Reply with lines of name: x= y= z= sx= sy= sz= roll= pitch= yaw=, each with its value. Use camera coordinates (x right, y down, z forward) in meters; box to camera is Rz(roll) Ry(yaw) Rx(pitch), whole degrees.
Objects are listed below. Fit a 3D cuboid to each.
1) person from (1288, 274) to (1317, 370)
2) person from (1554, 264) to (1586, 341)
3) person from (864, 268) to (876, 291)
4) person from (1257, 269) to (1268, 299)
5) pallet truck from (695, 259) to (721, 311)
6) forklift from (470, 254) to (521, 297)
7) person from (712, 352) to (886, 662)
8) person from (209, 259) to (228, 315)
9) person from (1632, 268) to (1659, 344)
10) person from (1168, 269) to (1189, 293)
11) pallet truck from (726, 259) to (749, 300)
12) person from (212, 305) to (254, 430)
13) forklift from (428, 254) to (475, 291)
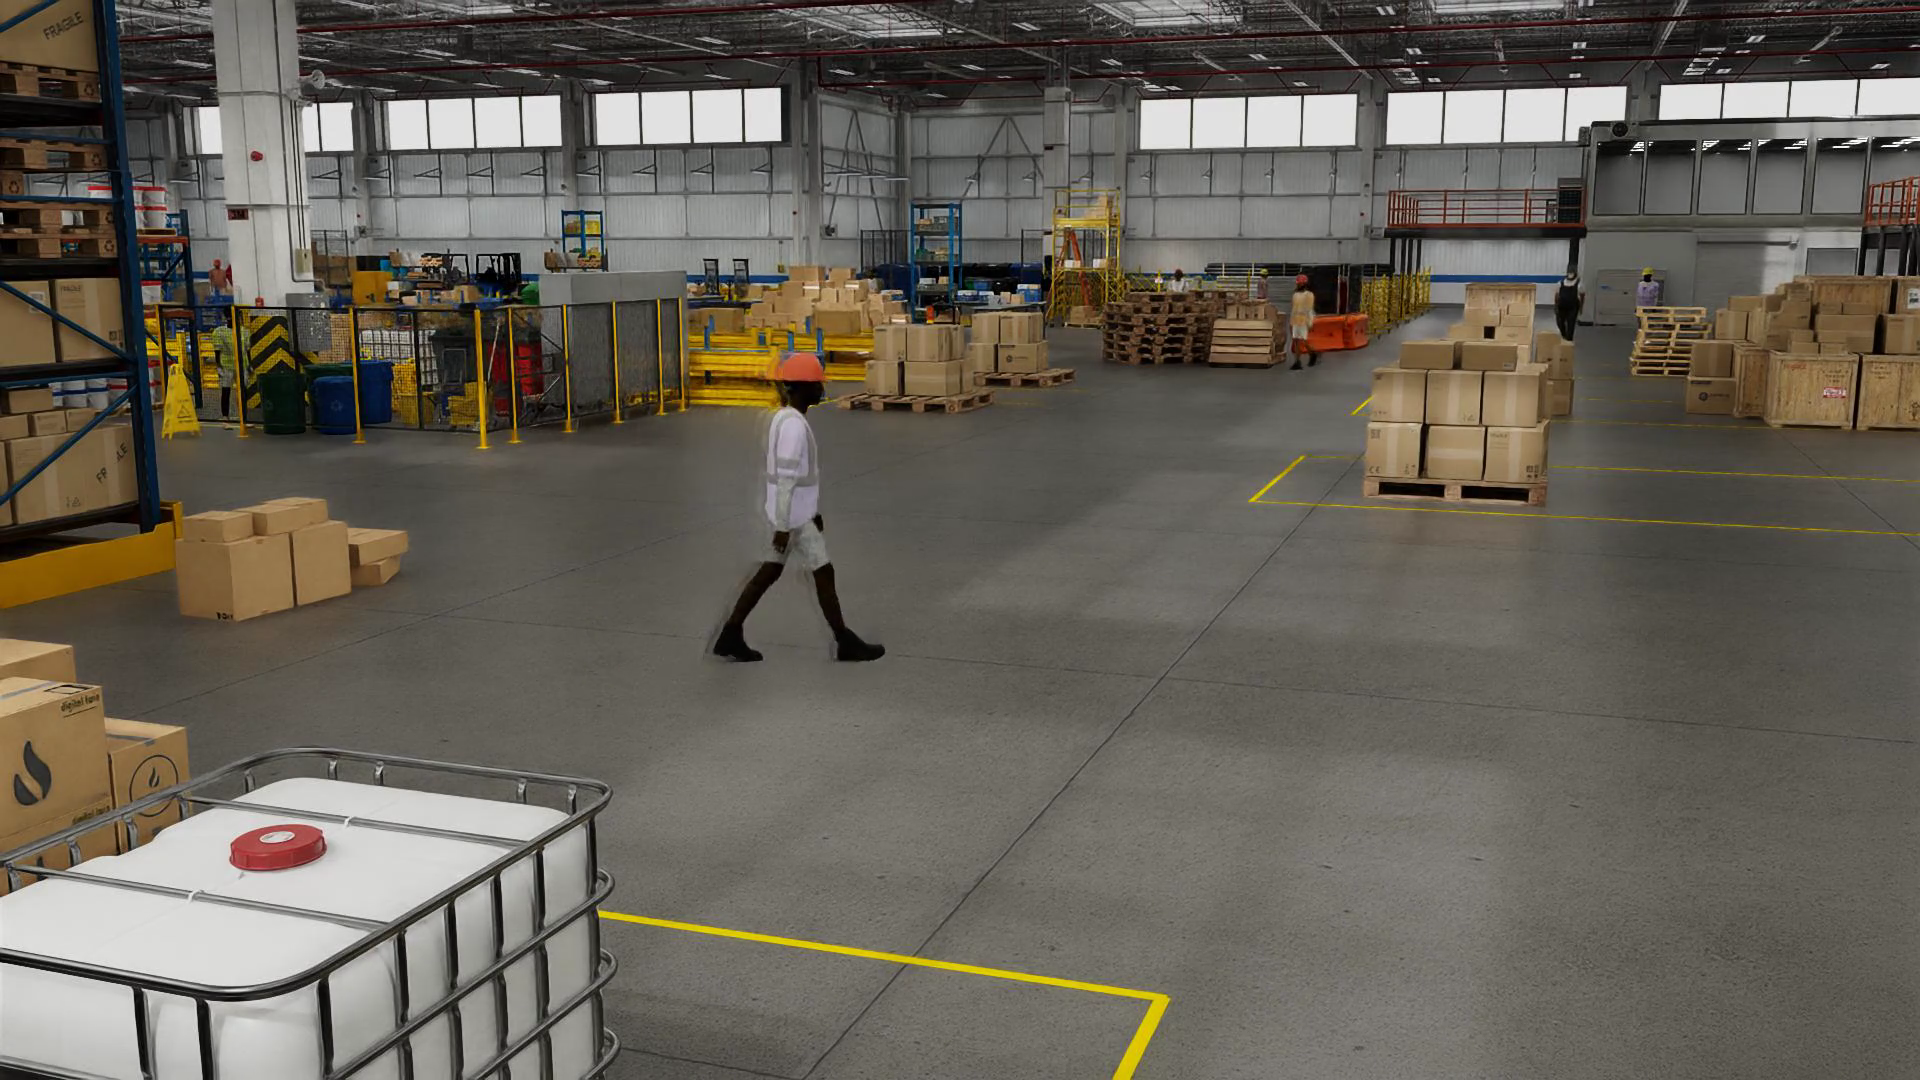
person: x=6.880 y=-4.370 z=33.383 sx=0.515 sy=1.922 sz=0.551 roll=-7 pitch=12 yaw=-33
person: x=14.969 y=-5.762 z=40.885 sx=0.707 sy=2.000 sz=0.536 roll=6 pitch=12 yaw=32
person: x=-2.517 y=-6.703 z=46.687 sx=0.331 sy=1.868 sz=0.546 roll=8 pitch=13 yaw=39
person: x=9.266 y=-7.397 z=50.872 sx=0.311 sy=1.769 sz=0.522 roll=-3 pitch=10 yaw=-14
pallet truck: x=-9.165 y=-9.627 z=62.776 sx=0.823 sy=1.965 sz=1.885 roll=4 pitch=11 yaw=23
forklift: x=-17.990 y=-10.121 z=64.684 sx=1.157 sy=1.987 sz=2.680 roll=3 pitch=11 yaw=17
person: x=-1.014 y=-0.180 z=9.921 sx=1.033 sy=1.884 sz=0.569 roll=-2 pitch=10 yaw=-11
person: x=-26.417 y=-9.000 z=59.277 sx=0.613 sy=1.985 sz=0.402 roll=-10 pitch=14 yaw=-43
person: x=17.319 y=-5.901 z=41.989 sx=0.363 sy=1.928 sz=0.587 roll=-7 pitch=12 yaw=-35
person: x=5.866 y=-6.358 z=44.729 sx=0.597 sy=1.869 sz=0.595 roll=4 pitch=11 yaw=23
pallet truck: x=-7.986 y=-9.493 z=62.019 sx=0.823 sy=1.965 sz=1.885 roll=3 pitch=11 yaw=17
person: x=-9.868 y=-2.342 z=22.605 sx=0.321 sy=1.693 sz=0.530 roll=9 pitch=13 yaw=40
forklift: x=-20.133 y=-10.254 z=65.465 sx=1.157 sy=1.987 sz=2.680 roll=3 pitch=11 yaw=19
